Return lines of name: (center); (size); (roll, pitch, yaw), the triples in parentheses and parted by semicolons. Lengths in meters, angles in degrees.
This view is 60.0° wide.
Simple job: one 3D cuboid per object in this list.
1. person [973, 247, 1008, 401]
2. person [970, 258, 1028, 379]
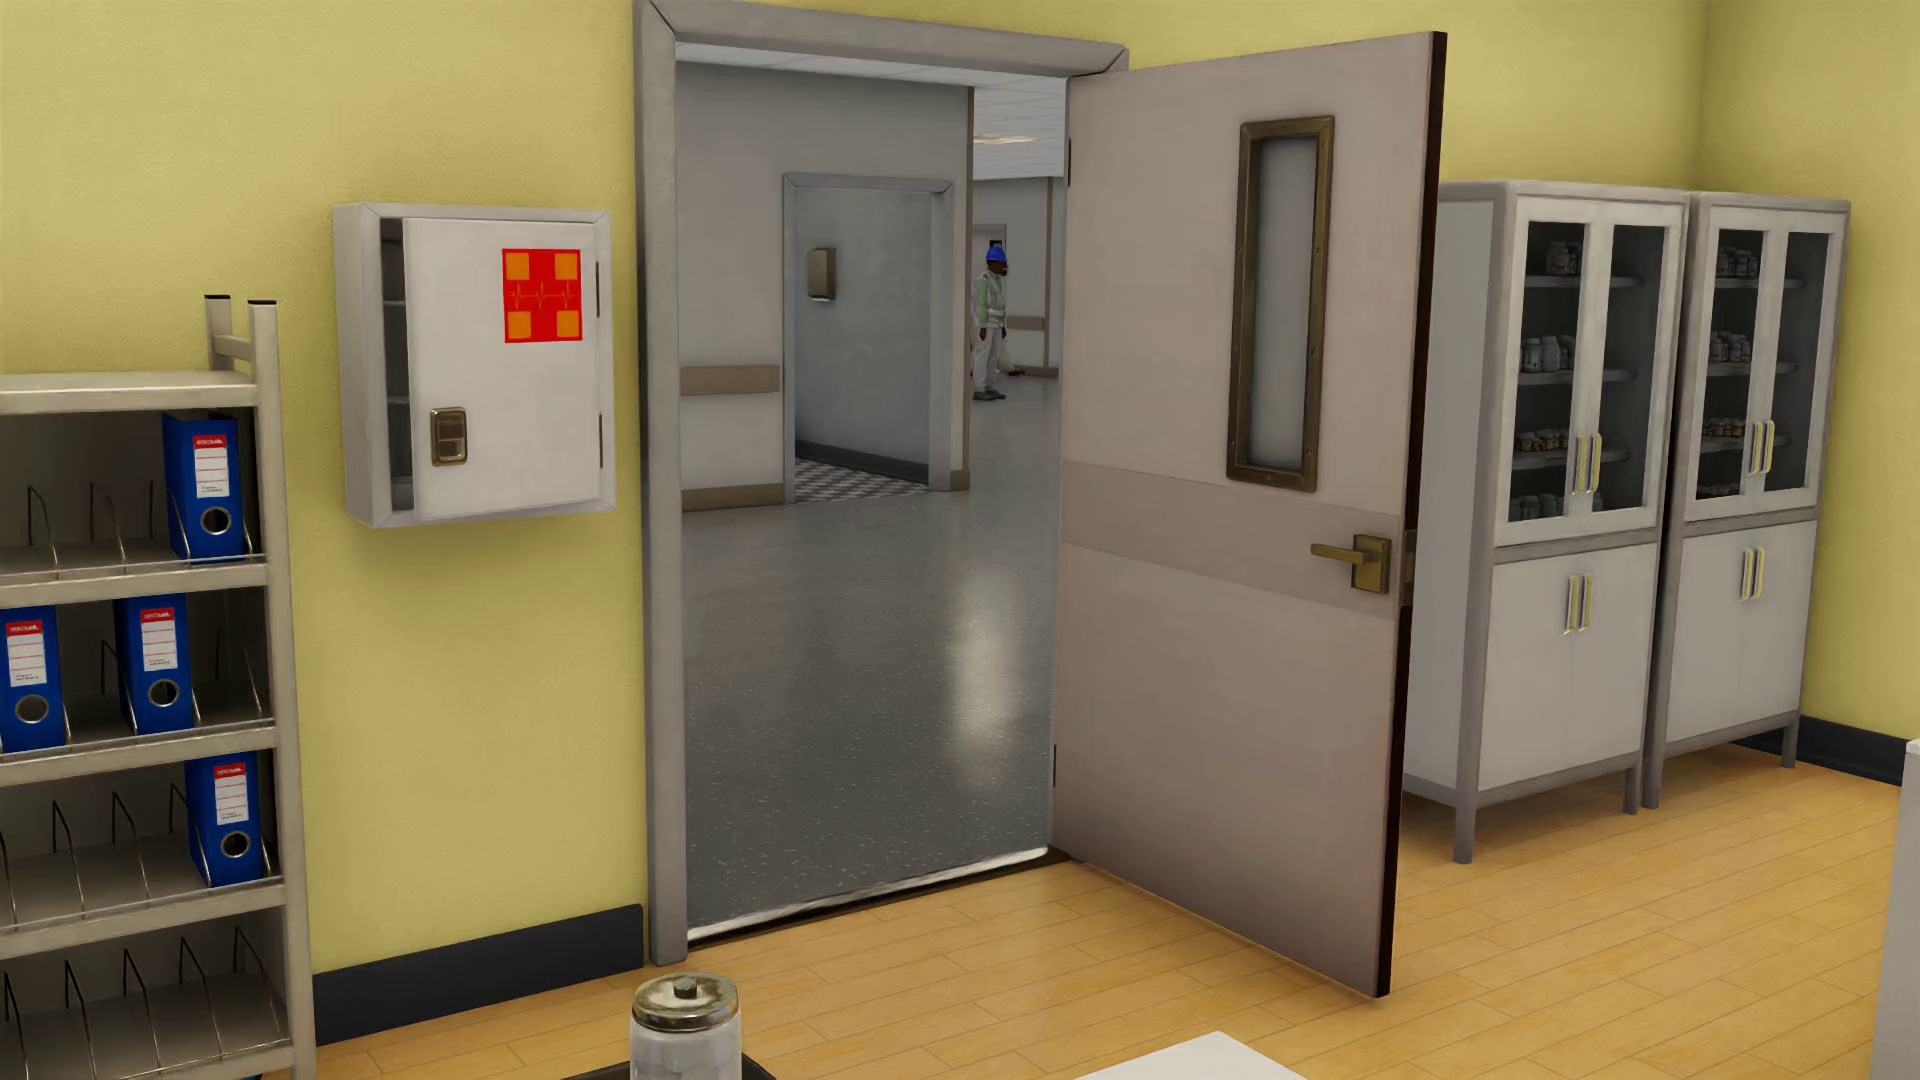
person: (0.401, -2.722, 20.993); (0.422, 1.938, 0.600); (6, 11, 27)
person: (0.551, -3.292, 24.748); (0.973, 1.811, 0.519); (4, 10, 20)
